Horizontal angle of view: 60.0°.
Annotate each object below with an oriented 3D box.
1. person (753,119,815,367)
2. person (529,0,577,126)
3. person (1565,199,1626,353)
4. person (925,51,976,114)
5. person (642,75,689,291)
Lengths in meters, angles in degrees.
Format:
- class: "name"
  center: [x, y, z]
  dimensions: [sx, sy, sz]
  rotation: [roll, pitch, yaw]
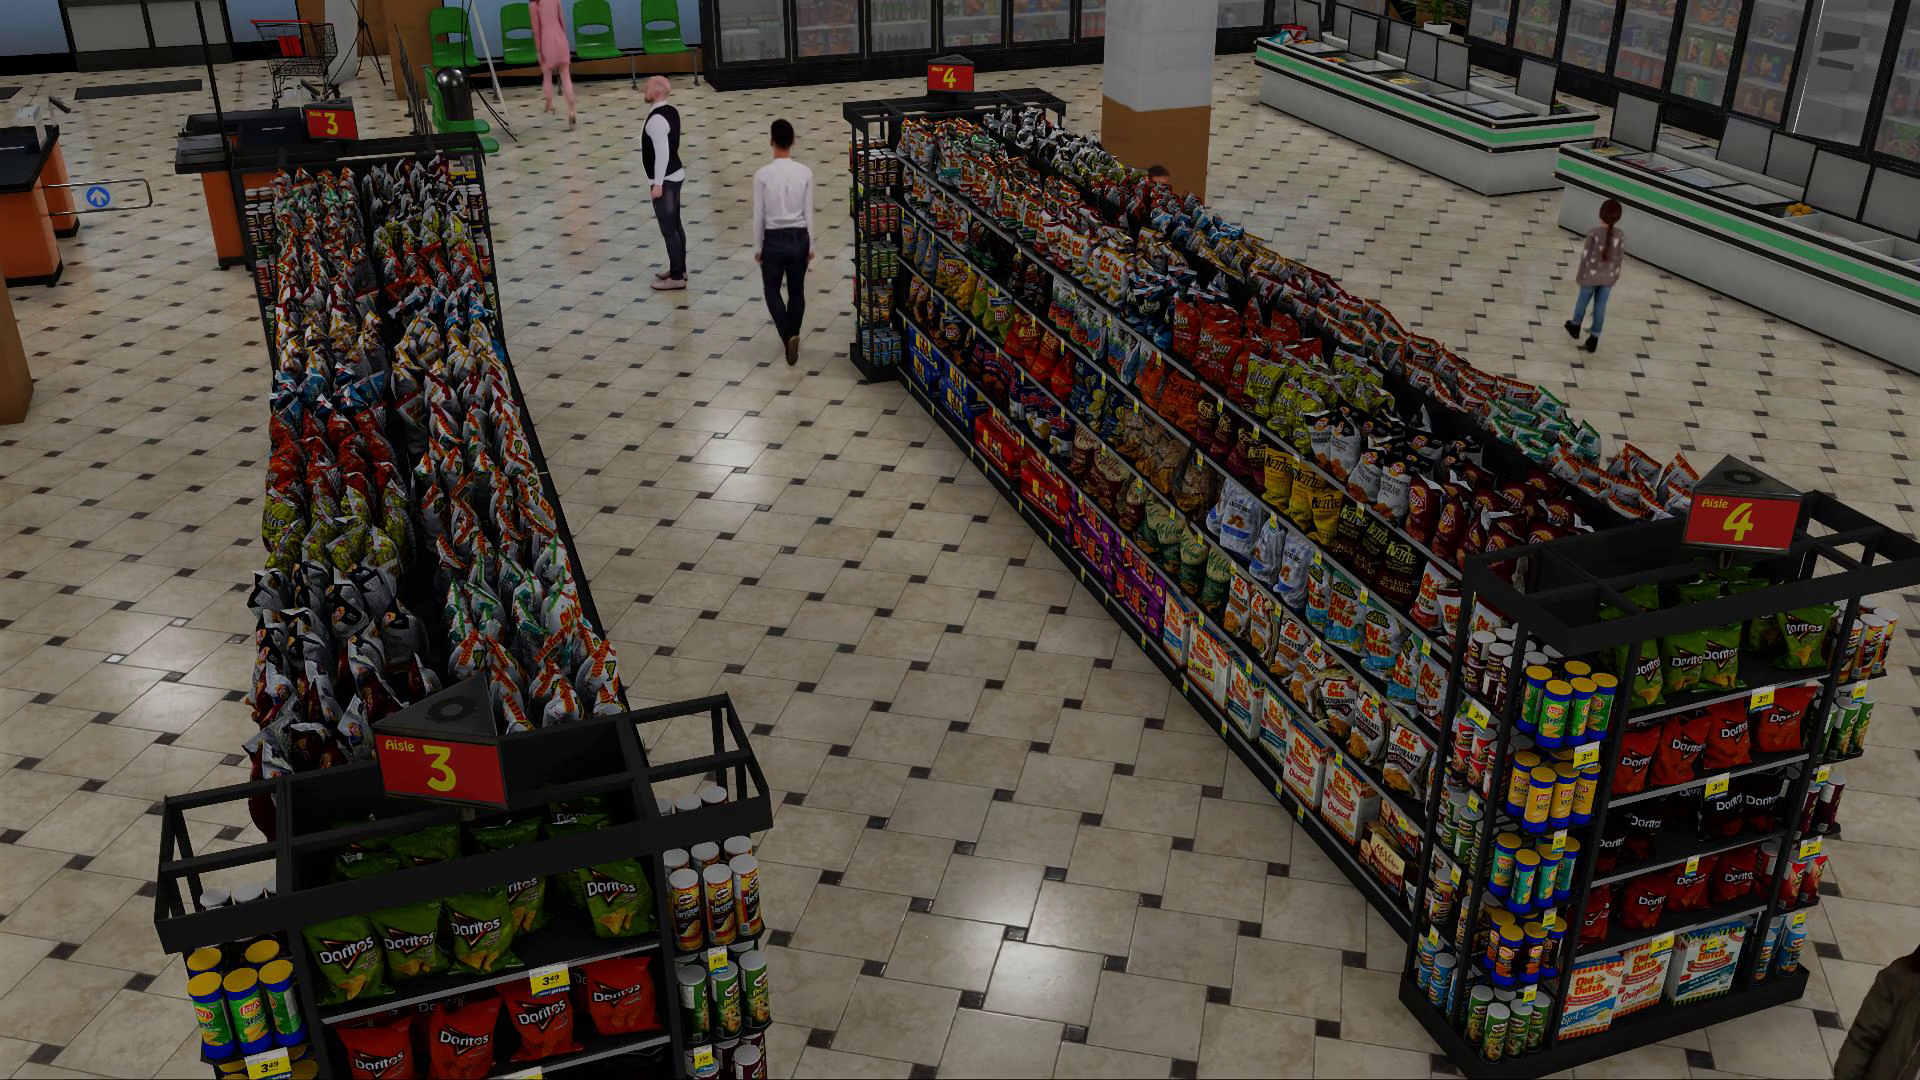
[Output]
- class: "person"
  center: [-1.305, -2.207, 12.566]
  dimensions: [0.677, 1.843, 1.037]
  rotation: [-6, 28, -13]
- class: "person"
  center: [-4.781, -5.763, 19.705]
  dimensions: [0.824, 1.729, 1.202]
  rotation: [-16, 31, -29]
- class: "person"
  center: [4.996, -2.048, 12.987]
  dimensions: [0.673, 1.180, 0.785]
  rotation: [3, 27, 6]
- class: "person"
  center: [-0.076, -3.387, 14.835]
  dimensions: [0.758, 1.897, 0.812]
  rotation: [11, 29, 21]
- class: "person"
  center: [-2.534, -3.071, 14.294]
  dimensions: [0.828, 1.823, 0.675]
  rotation: [1, 27, 1]
